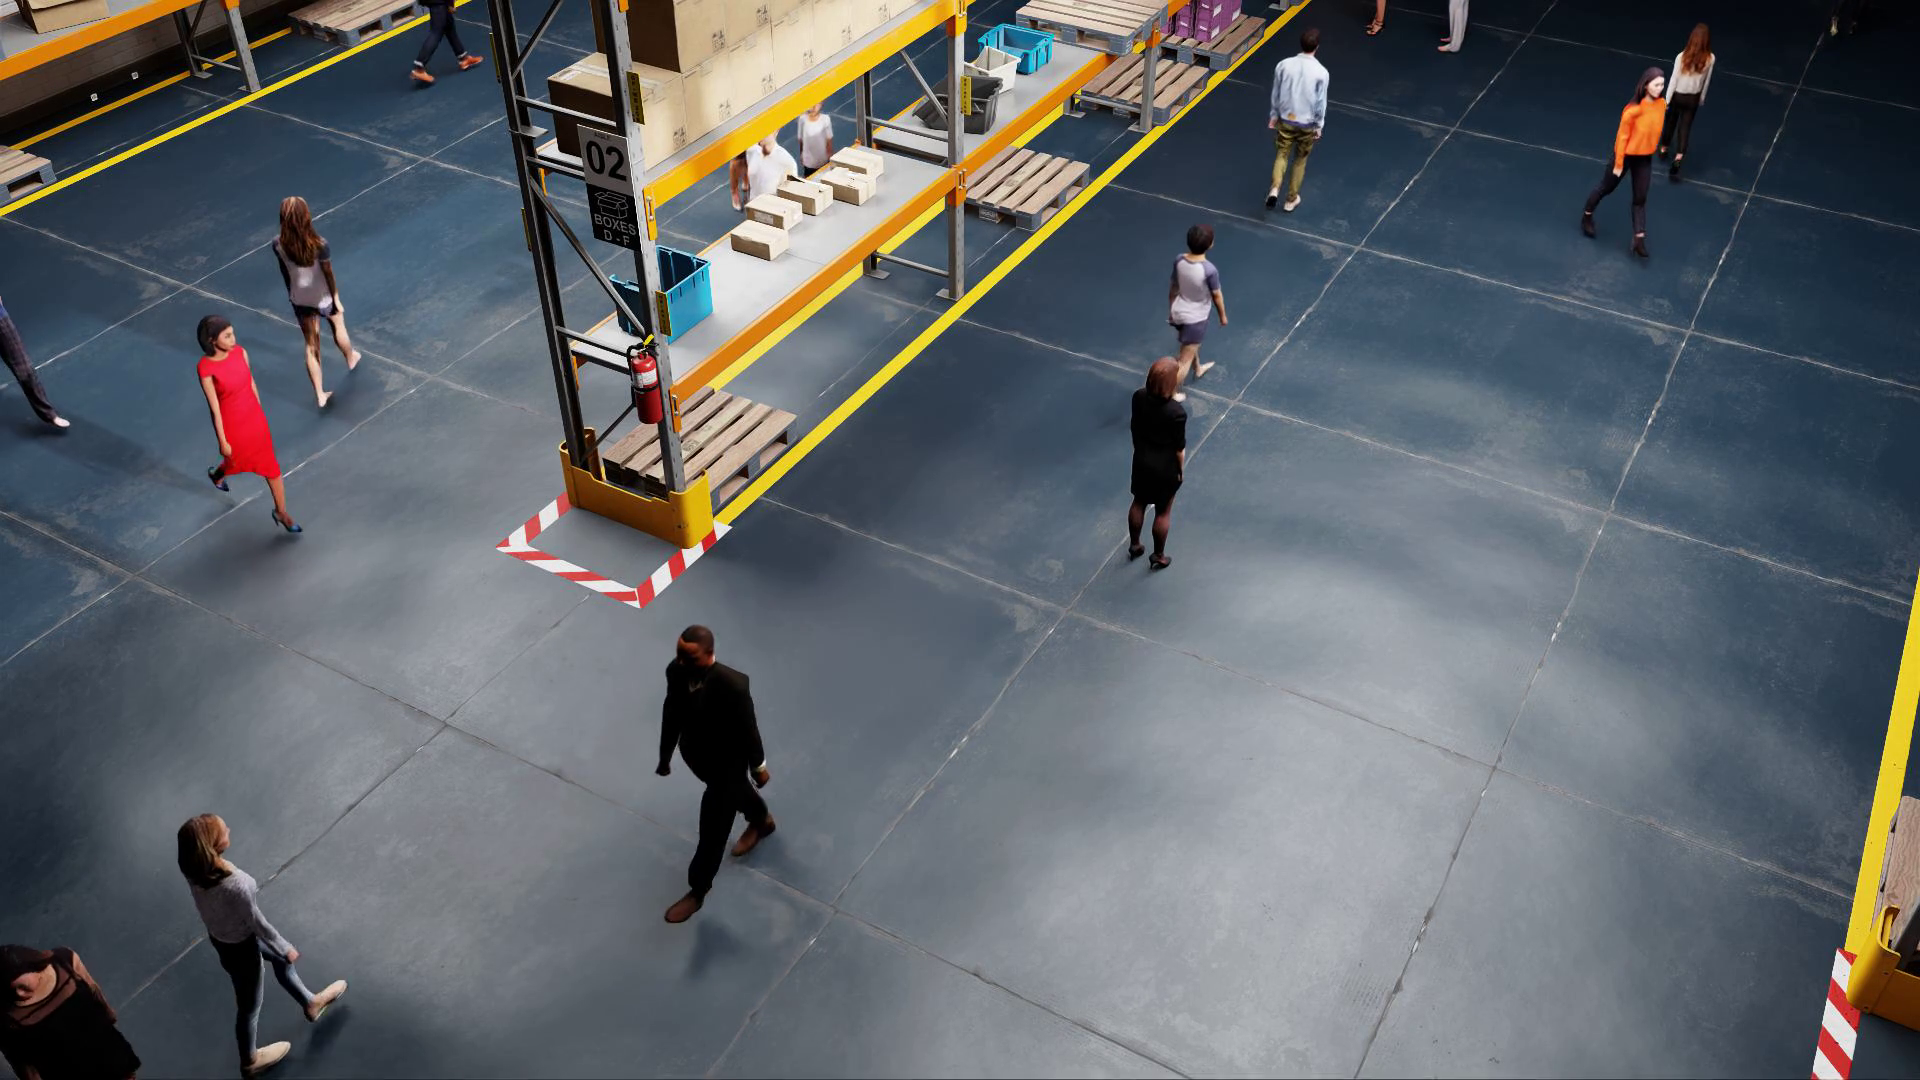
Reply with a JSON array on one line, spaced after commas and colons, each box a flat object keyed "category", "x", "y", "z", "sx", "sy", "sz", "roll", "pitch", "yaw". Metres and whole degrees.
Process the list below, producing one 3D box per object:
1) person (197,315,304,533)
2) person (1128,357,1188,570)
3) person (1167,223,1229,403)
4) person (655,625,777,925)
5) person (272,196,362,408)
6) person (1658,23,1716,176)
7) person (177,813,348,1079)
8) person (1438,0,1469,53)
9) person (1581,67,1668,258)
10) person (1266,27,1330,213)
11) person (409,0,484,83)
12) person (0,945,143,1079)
[{"category": "person", "x": -5.197, "y": -0.825, "z": 11.859, "sx": 0.656, "sy": 1.707, "sz": 1.009, "roll": 20, "pitch": 43, "yaw": 23}, {"category": "person", "x": 1.353, "y": -0.522, "z": 11.481, "sx": 0.619, "sy": 1.706, "sz": 0.548, "roll": 28, "pitch": 46, "yaw": 30}, {"category": "person", "x": 1.789, "y": -1.751, "z": 13.157, "sx": 0.974, "sy": 1.534, "sz": 0.751, "roll": -28, "pitch": 46, "yaw": -30}, {"category": "person", "x": -1.289, "y": 1.160, "z": 9.254, "sx": 0.820, "sy": 1.857, "sz": 1.246, "roll": 24, "pitch": 45, "yaw": 27}, {"category": "person", "x": -5.141, "y": -1.850, "z": 13.162, "sx": 0.971, "sy": 1.684, "sz": 1.161, "roll": 0, "pitch": 39, "yaw": 0}, {"category": "person", "x": 7.189, "y": -4.335, "z": 16.452, "sx": 0.717, "sy": 1.461, "sz": 1.024, "roll": 9, "pitch": 39, "yaw": 11}, {"category": "person", "x": -3.622, "y": 2.054, "z": 8.201, "sx": 0.731, "sy": 1.773, "sz": 0.952, "roll": 28, "pitch": 46, "yaw": 31}, {"category": "person", "x": 5.710, "y": -6.444, "z": 18.848, "sx": 0.669, "sy": 1.766, "sz": 0.510, "roll": 15, "pitch": 41, "yaw": 18}, {"category": "person", "x": 6.066, "y": -3.496, "z": 15.209, "sx": 1.134, "sy": 1.700, "sz": 1.139, "roll": -13, "pitch": 40, "yaw": -16}, {"category": "person", "x": 3.138, "y": -3.896, "z": 15.632, "sx": 0.691, "sy": 1.797, "sz": 0.803, "roll": 18, "pitch": 42, "yaw": 21}, {"category": "person", "x": -5.794, "y": -5.861, "z": 18.106, "sx": 1.270, "sy": 1.781, "sz": 0.929, "roll": -31, "pitch": 48, "yaw": -33}, {"category": "person", "x": -4.243, "y": 2.385, "z": 7.848, "sx": 0.750, "sy": 1.698, "sz": 0.608, "roll": 20, "pitch": 43, "yaw": 23}]
